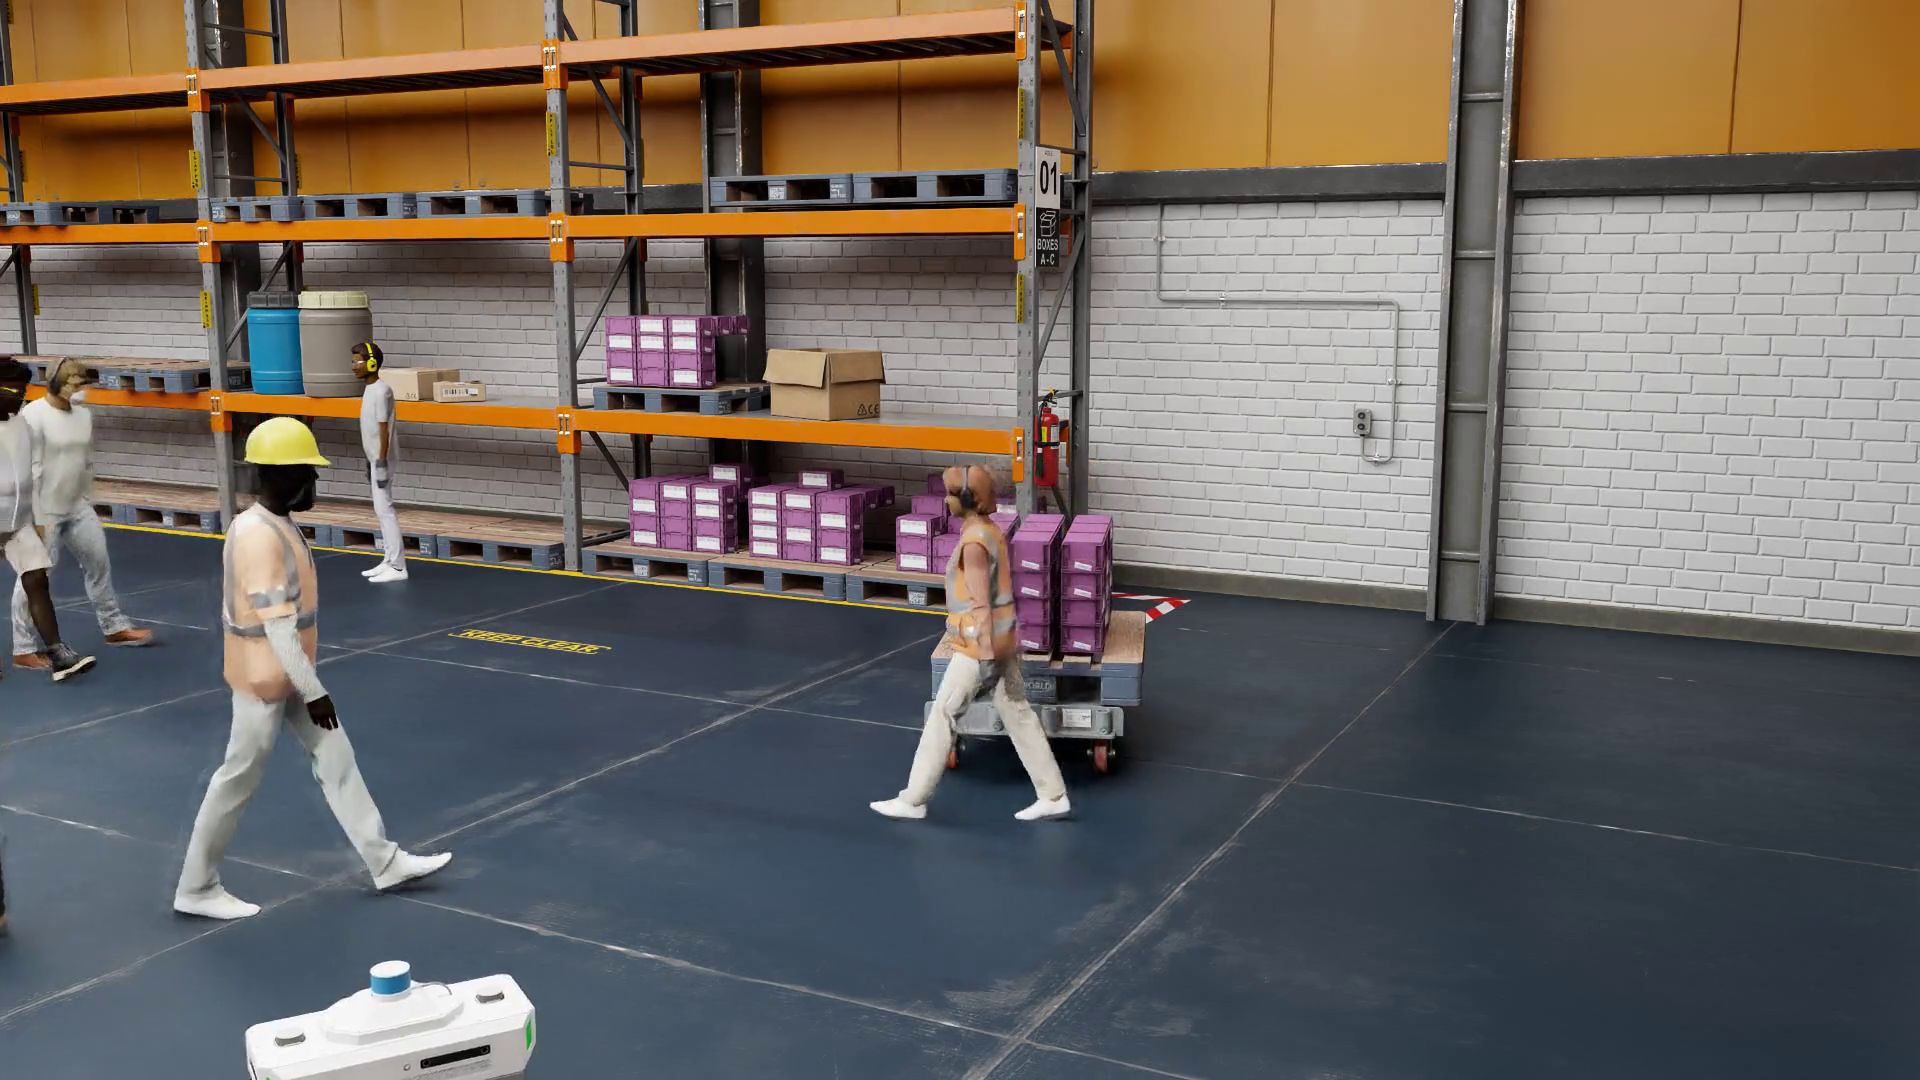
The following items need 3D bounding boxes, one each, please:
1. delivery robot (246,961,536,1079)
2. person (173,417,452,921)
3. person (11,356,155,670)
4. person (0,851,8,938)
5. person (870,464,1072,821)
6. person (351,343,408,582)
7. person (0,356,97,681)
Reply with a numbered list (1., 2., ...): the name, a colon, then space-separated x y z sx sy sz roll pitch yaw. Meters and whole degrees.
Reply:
1. delivery robot: -1.512 1.374 4.458 0.707 0.478 0.477 -5 11 -29
2. person: -2.489 0.483 6.193 1.002 1.873 0.597 -2 9 -11
3. person: -5.487 -0.178 10.208 0.486 1.906 0.761 1 9 9
4. person: -3.465 0.640 5.472 0.525 1.788 1.025 -1 9 -5
5. person: 0.084 0.459 7.218 0.879 1.583 0.526 2 9 12
6. person: -4.528 -0.603 12.942 0.320 1.860 0.505 -5 10 -28
7. person: -5.498 -0.095 9.633 0.993 1.900 0.651 4 10 23
